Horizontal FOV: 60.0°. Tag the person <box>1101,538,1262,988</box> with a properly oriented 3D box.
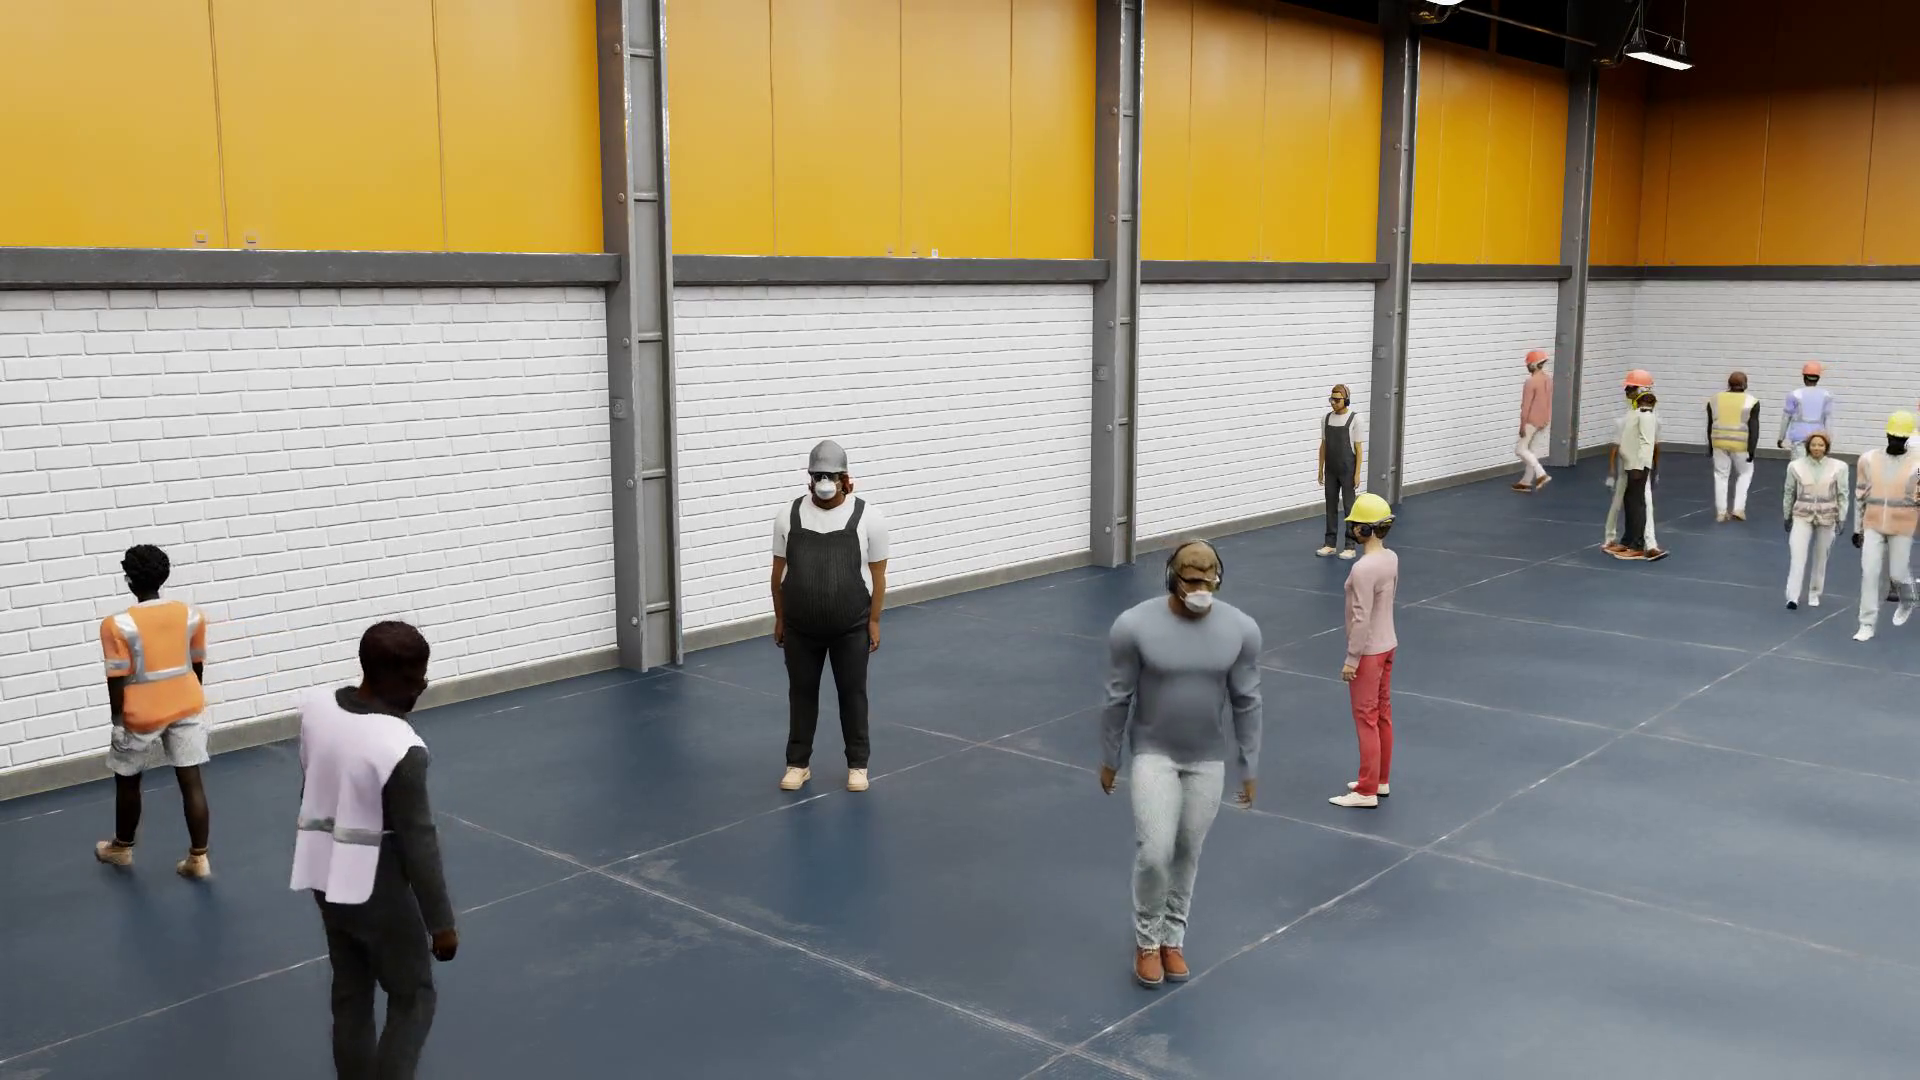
[{"bbox_3d":[0.925,0.929,6.913,0.650,1.914,0.553,-1,9,-8],"label":"person"}]

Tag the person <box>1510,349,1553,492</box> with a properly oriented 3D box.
[{"bbox_3d":[7.832,-1.618,22.697,0.639,1.980,0.650,-7,11,-38],"label":"person"}]

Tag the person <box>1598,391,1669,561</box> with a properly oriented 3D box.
[{"bbox_3d":[7.100,-0.687,17.472,0.635,1.781,1.023,0,9,0],"label":"person"}]

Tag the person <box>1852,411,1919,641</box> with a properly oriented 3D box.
[{"bbox_3d":[7.662,-0.131,13.644,0.770,1.898,0.597,-9,13,-44],"label":"person"}]

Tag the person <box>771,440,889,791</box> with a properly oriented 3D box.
[{"bbox_3d":[-0.765,0.442,9.584,0.684,2.000,0.538,1,9,5],"label":"person"}]

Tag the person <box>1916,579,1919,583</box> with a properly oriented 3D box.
[{"bbox_3d":[9.643,-0.374,15.737,0.845,1.711,0.490,9,12,43],"label":"person"}]

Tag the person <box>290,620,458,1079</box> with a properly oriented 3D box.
[{"bbox_3d":[-1.960,1.183,5.482,0.675,1.878,0.369,6,11,32],"label":"person"}]

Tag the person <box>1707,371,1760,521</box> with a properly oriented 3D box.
[{"bbox_3d":[9.359,-1.131,20.136,0.629,1.821,0.509,8,12,40],"label":"person"}]

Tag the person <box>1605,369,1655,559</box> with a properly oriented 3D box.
[{"bbox_3d":[7.083,-0.795,17.487,0.375,1.997,0.611,1,9,7],"label":"person"}]

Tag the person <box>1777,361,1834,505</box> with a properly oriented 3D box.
[{"bbox_3d":[10.676,-1.309,21.054,0.549,1.887,0.975,1,9,7],"label":"person"}]

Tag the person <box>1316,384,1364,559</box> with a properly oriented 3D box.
[{"bbox_3d":[3.999,-0.720,17.522,0.510,1.841,0.337,9,12,43],"label":"person"}]

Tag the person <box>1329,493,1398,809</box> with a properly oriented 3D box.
[{"bbox_3d":[2.279,0.619,9.332,0.311,1.768,0.531,6,11,32],"label":"person"}]

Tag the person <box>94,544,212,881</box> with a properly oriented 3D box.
[{"bbox_3d":[-4.018,0.843,8.231,0.769,1.664,0.544,7,11,37],"label":"person"}]

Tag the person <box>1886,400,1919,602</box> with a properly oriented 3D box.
[{"bbox_3d":[8.742,-0.385,15.091,0.542,1.939,0.364,3,10,21],"label":"person"}]

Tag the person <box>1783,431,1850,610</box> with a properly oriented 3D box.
[{"bbox_3d":[7.559,-0.155,14.717,0.521,1.596,0.869,5,10,27],"label":"person"}]
